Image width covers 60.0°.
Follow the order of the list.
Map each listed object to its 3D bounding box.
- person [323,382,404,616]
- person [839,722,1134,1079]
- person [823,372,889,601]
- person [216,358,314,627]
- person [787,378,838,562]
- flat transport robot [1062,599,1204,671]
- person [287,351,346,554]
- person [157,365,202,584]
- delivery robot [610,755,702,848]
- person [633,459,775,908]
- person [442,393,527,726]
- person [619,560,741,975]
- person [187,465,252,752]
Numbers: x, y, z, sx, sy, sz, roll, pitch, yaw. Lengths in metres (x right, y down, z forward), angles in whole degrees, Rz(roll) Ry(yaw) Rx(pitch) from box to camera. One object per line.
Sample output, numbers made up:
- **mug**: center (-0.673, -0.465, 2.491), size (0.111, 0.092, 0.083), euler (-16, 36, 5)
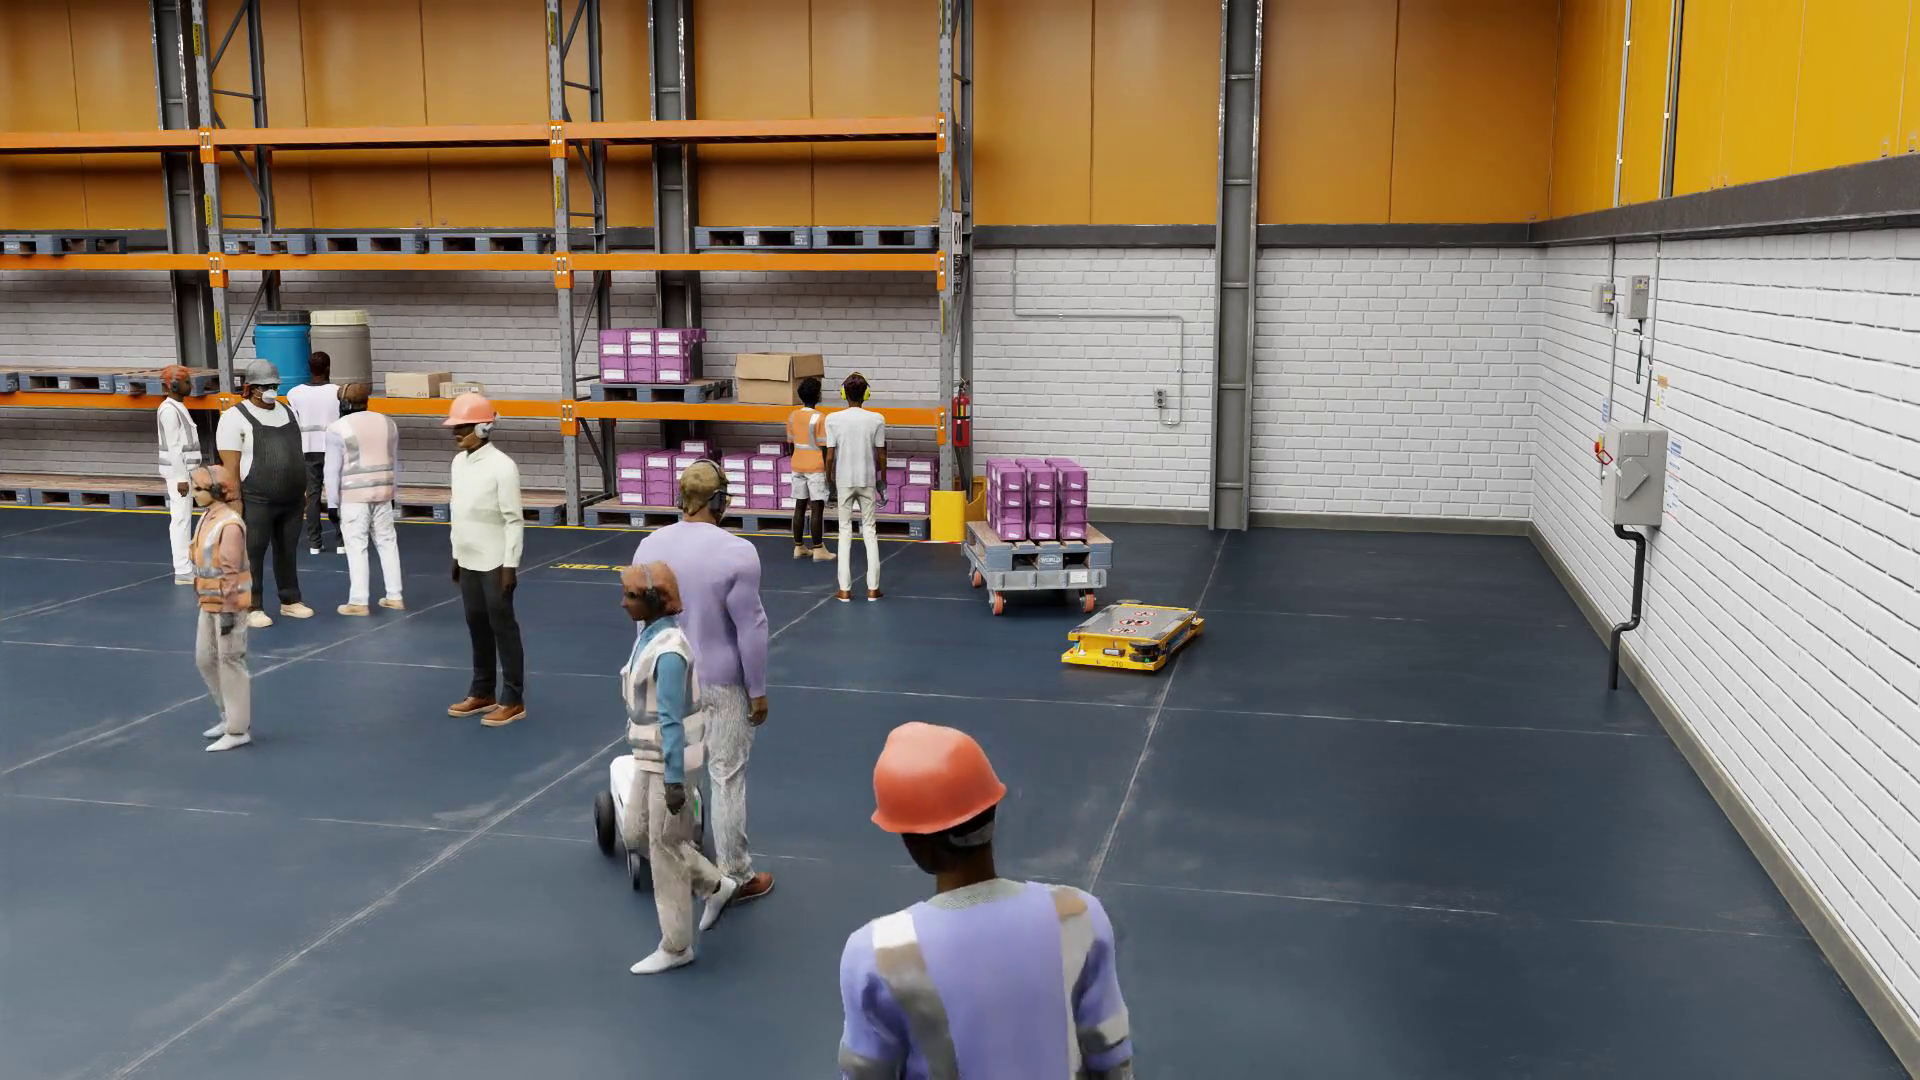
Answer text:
- **person**: center (-4.703, -0.323, 13.076), size (0.431, 1.833, 0.644), euler (7, 12, 36)
- **person**: center (0.044, 1.288, 3.331), size (0.571, 1.883, 0.871), euler (-4, 11, -24)
- **person**: center (-0.850, -0.429, 13.552), size (0.538, 1.869, 0.312), euler (-1, 10, -5)
- **person**: center (-5.244, -0.371, 12.700), size (0.538, 2.000, 0.689), euler (5, 11, 29)
- **person**: center (-1.370, -0.648, 15.357), size (0.540, 1.697, 0.316), euler (9, 13, 43)
- **flat transport robot**: center (1.253, 0.660, 11.826), size (0.652, 0.197, 1.431), euler (4, 10, 21)
- **person**: center (-6.010, -0.817, 15.707), size (0.597, 1.917, 0.375), euler (0, 10, -3)
- **person**: center (-6.678, -0.561, 14.292), size (0.355, 1.884, 0.576), euler (-4, 10, -21)
- **delivery robot**: center (-1.404, 1.177, 7.652), size (0.477, 0.478, 0.707), euler (-3, 10, -17)
- **person**: center (-1.095, 0.618, 7.166), size (0.627, 1.934, 0.372), euler (4, 11, 24)
- **person**: center (-2.864, 0.114, 9.964), size (0.622, 1.992, 0.396), euler (8, 12, 39)
- **person**: center (-1.126, 0.877, 6.522), size (0.428, 1.625, 0.576), euler (-3, 10, -18)
- **person**: center (-4.191, 0.385, 9.445), size (0.329, 1.634, 0.520), euler (-8, 12, -40)
